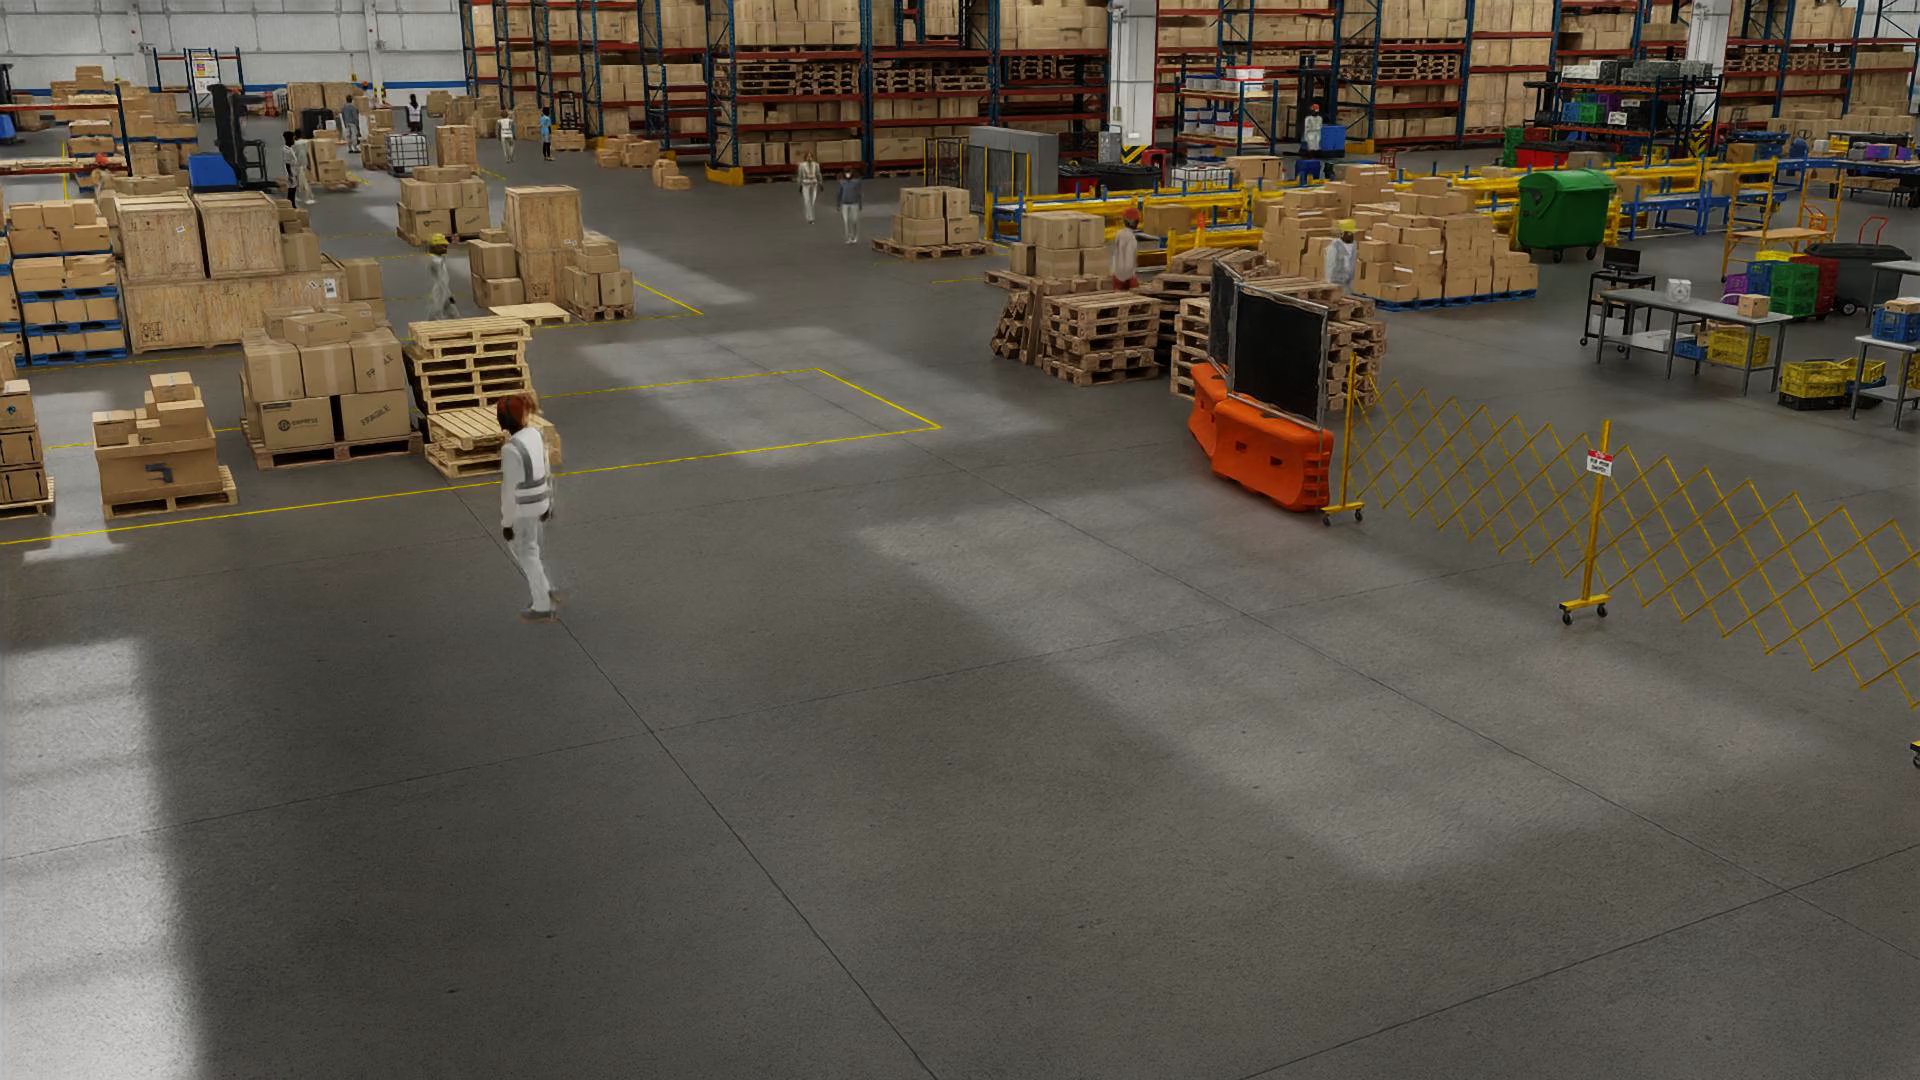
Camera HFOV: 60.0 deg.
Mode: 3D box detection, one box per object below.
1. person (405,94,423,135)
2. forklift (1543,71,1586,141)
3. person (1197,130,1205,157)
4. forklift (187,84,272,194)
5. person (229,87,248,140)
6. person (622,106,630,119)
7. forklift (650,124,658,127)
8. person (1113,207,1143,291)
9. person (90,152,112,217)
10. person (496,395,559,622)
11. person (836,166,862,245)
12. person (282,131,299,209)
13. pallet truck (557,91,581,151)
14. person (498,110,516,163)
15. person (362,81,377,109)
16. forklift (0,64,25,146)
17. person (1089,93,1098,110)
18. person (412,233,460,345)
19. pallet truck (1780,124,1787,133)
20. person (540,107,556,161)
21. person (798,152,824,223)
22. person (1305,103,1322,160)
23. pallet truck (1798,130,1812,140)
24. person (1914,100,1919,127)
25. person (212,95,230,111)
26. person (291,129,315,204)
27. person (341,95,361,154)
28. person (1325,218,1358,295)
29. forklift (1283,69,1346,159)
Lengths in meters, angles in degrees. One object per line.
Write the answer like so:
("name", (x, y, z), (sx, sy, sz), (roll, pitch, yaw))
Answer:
("person", (-18.734, -14.363, 57.192), (0.612, 1.892, 0.596), (-16, 24, -40))
("forklift", (18.685, -13.231, 52.085), (1.873, 2.768, 1.129), (-9, 20, -26))
("person", (6.710, -10.638, 45.605), (0.990, 1.883, 0.561), (-9, 20, -27))
("forklift", (-19.172, -10.427, 43.340), (1.873, 2.768, 1.129), (-9, 20, -26))
("person", (-26.227, -15.452, 60.462), (0.615, 1.981, 0.650), (-13, 22, -34))
("person", (-12.435, -15.605, 61.159), (0.619, 1.845, 0.430), (-12, 21, -33))
("forklift", (-12.701, -18.422, 68.268), (1.873, 2.768, 1.129), (15, 23, 39))
("person", (2.520, -3.969, 24.733), (1.063, 1.935, 0.615), (-7, 19, -20))
("person", (-17.535, -6.992, 34.162), (0.397, 1.934, 0.551), (2, 18, 6))
("person", (-3.469, -0.238, 13.199), (0.452, 1.868, 0.602), (3, 18, 9))
("person", (-2.310, -6.938, 34.508), (0.524, 1.610, 0.644), (1, 18, 3))
("person", (-15.869, -8.704, 39.465), (0.374, 1.958, 0.599), (-4, 18, -13))
("pallet truck", (-13.495, -14.412, 57.188), (0.823, 1.965, 1.885), (-3, 18, -9))
("person", (-14.387, -12.813, 52.806), (0.549, 1.606, 0.713), (-3, 18, -8))
("person", (-23.917, -17.533, 67.109), (0.989, 1.891, 0.563), (14, 23, 38))
("forklift", (-34.240, -15.419, 58.904), (1.129, 2.768, 1.873), (-4, 18, -12))
("person", (5.439, -17.989, 68.639), (0.631, 1.815, 0.796), (-9, 20, -27))
("person", (-7.432, -3.505, 23.685), (0.910, 1.703, 0.485), (-3, 18, -10))
("pallet truck", (25.206, -12.542, 52.601), (1.601, 1.201, 0.680), (0, 18, -2))
("person", (-13.256, -13.029, 53.358), (0.322, 1.699, 0.535), (-14, 22, -37))
("person", (-3.396, -8.035, 37.960), (0.532, 1.594, 0.861), (-7, 19, -22))
("person", (10.495, -11.982, 49.568), (0.614, 2.026, 0.602), (-8, 19, -22))
("pallet truck", (25.526, -11.556, 49.408), (1.630, 1.274, 0.653), (-9, 20, -26))
("person", (39.509, -17.897, 68.161), (0.639, 1.954, 0.935), (-5, 19, -16))
("person", (-27.895, -16.191, 62.851), (0.633, 1.923, 0.499), (-16, 23, -40))
("person", (-16.631, -9.369, 41.730), (0.913, 1.830, 0.554), (6, 19, 19))
("person", (-20.484, -13.990, 55.967), (0.637, 1.938, 0.355), (9, 20, 26))
("person", (5.580, -3.894, 24.726), (0.607, 1.804, 0.730), (-12, 21, -33))
("forklift", (11.615, -13.871, 54.079), (1.129, 2.768, 1.873), (-9, 20, -27))
